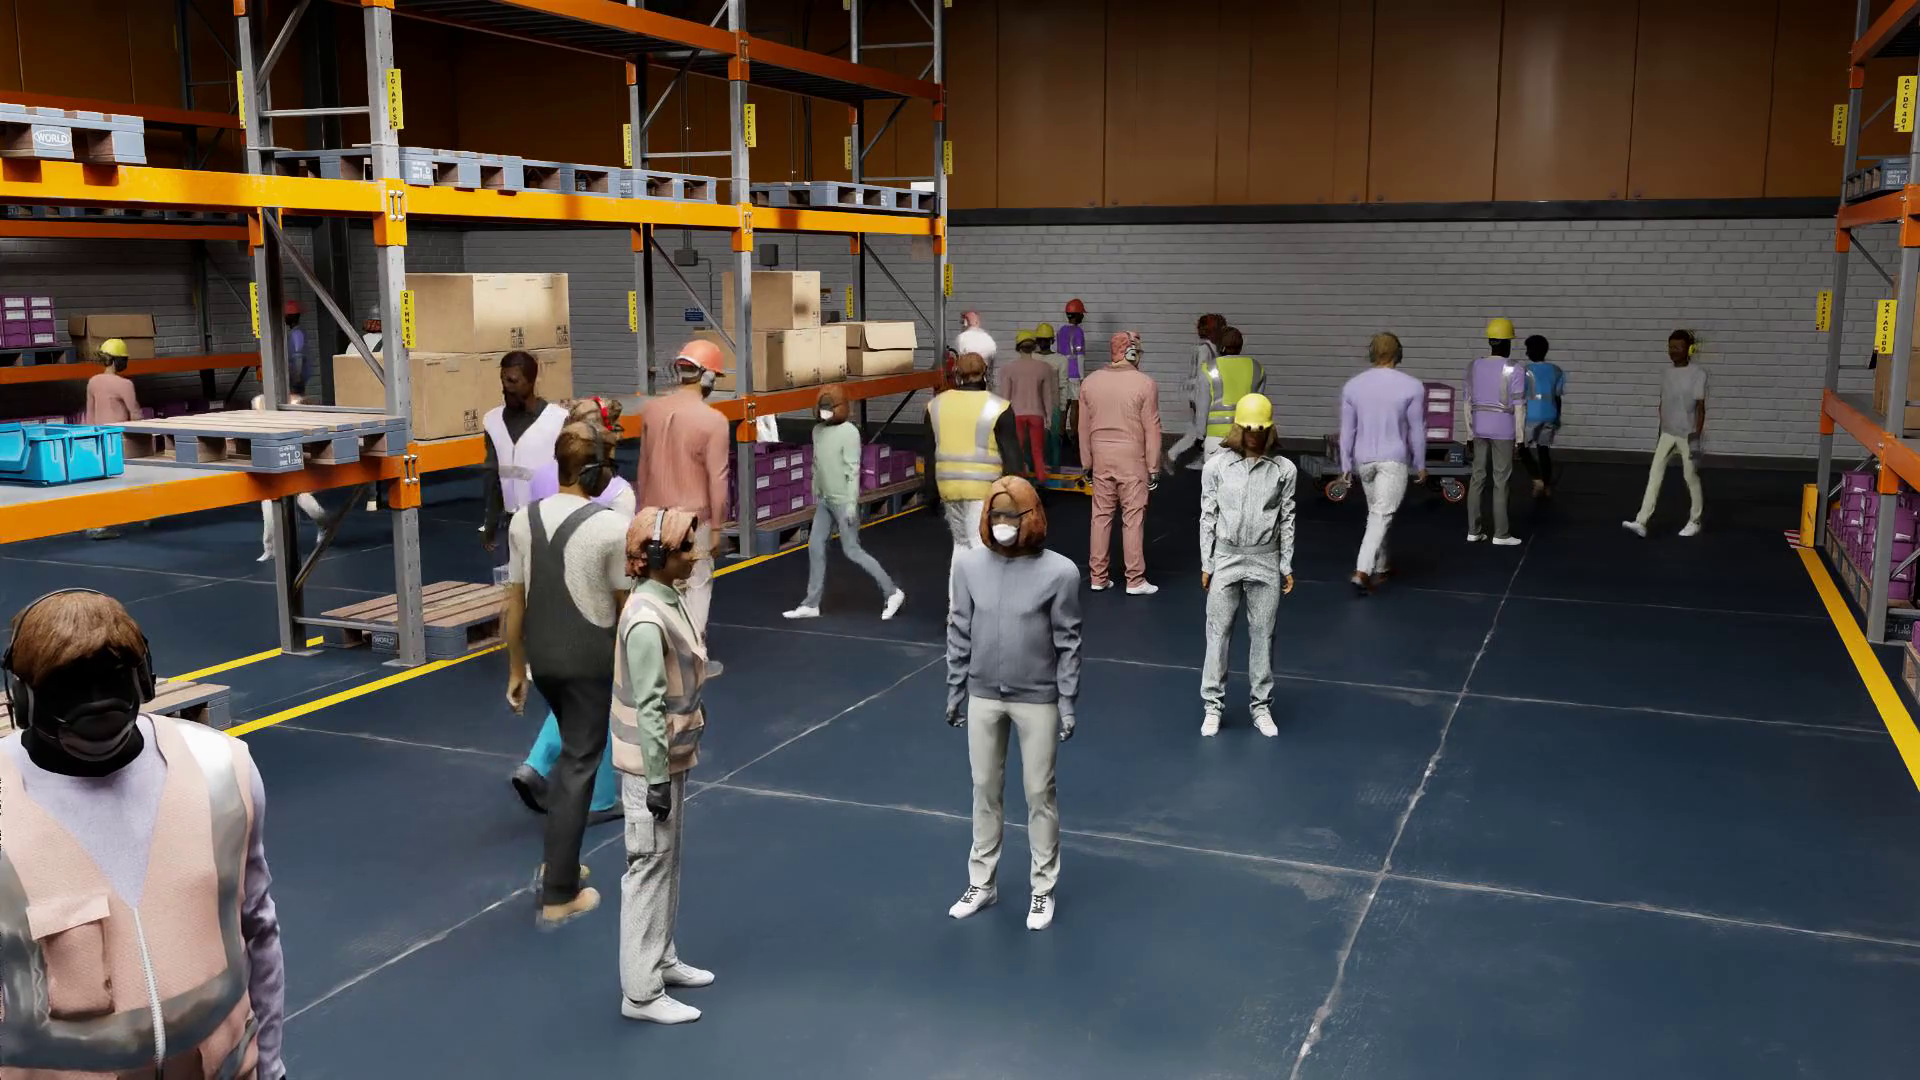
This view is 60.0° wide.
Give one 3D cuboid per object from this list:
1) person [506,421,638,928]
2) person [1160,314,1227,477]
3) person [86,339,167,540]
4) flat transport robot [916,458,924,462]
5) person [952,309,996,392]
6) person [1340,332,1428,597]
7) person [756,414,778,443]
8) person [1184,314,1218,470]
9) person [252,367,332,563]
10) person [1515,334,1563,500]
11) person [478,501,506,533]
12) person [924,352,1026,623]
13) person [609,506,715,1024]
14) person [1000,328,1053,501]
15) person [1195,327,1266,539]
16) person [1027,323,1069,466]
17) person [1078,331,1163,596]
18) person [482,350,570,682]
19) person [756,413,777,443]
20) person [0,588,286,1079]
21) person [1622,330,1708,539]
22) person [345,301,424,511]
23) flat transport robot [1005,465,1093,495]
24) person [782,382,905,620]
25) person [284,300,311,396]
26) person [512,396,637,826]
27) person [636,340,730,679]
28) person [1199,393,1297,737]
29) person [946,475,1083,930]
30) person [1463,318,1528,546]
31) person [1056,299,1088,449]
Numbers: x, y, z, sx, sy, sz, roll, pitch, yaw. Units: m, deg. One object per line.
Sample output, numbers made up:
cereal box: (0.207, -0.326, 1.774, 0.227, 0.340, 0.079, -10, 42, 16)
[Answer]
person: (-1.366, 0.477, 6.034, 0.518, 1.814, 0.578, 5, 10, 26)
person: (2.633, -1.568, 18.366, 0.863, 1.852, 0.583, 4, 10, 21)
person: (-7.292, -0.888, 14.545, 0.553, 1.721, 0.869, 5, 11, 28)
flat transport robot: (-0.268, -0.760, 18.198, 1.431, 0.197, 0.652, 6, 11, 31)
person: (0.119, -1.686, 18.968, 0.687, 1.868, 0.432, -9, 13, -42)
person: (3.034, -0.559, 12.078, 0.624, 1.904, 0.997, 8, 12, 40)
person: (-2.296, -1.711, 19.150, 0.537, 1.860, 0.608, -4, 10, -23)
person: (2.820, -1.699, 19.230, 0.378, 1.824, 0.583, 0, 9, 1)
person: (-5.461, -0.657, 13.568, 0.522, 1.607, 0.787, 2, 10, 10)
person: (5.823, -1.227, 16.766, 0.547, 1.679, 0.515, -3, 10, -19)
person: (-4.024, -0.998, 14.701, 0.652, 1.904, 0.403, 3, 10, 18)
person: (0.109, -0.286, 10.637, 0.664, 1.824, 0.493, 6, 11, 32)
person: (-0.946, 0.700, 5.249, 0.315, 1.629, 0.509, -1, 9, -4)
person: (0.666, -1.227, 16.557, 0.533, 1.748, 0.494, -1, 9, -8)
person: (2.324, -0.922, 14.428, 0.625, 1.846, 0.429, -2, 10, -13)
person: (0.894, -1.427, 17.724, 0.522, 1.769, 0.311, 2, 10, 12)
person: (1.175, -0.550, 11.998, 0.651, 1.901, 0.401, 7, 11, 35)
person: (-2.397, -0.127, 9.445, 0.597, 1.905, 0.456, 4, 10, 25)
person: (-2.354, -2.006, 20.736, 0.374, 1.928, 0.542, 7, 12, 37)
person: (-1.447, 0.988, 2.857, 0.429, 1.843, 0.633, 9, 13, 43)
person: (6.176, -0.896, 14.346, 1.018, 1.816, 0.539, -6, 11, -32)
person: (-5.532, -1.295, 16.087, 0.688, 2.000, 0.539, 2, 10, 12)
flat transport robot: (0.983, -0.645, 17.500, 1.431, 0.197, 0.652, 5, 11, 27)
person: (-0.765, -0.257, 11.114, 0.698, 1.609, 0.537, -6, 11, -30)
person: (-8.549, -2.104, 21.328, 0.423, 1.932, 0.565, -3, 10, -18)
person: (-1.587, 0.317, 6.942, 0.600, 1.829, 0.481, 7, 11, 35)
person: (-1.602, -0.127, 9.272, 0.663, 1.958, 0.728, 6, 11, 31)
person: (1.443, 0.131, 8.354, 0.484, 1.741, 0.302, 0, 9, 2)
person: (0.186, 0.578, 5.971, 0.507, 1.632, 0.276, 4, 10, 22)
person: (4.536, -0.911, 14.098, 0.362, 1.930, 0.587, -8, 12, -39)
person: (1.476, -2.149, 21.573, 0.361, 1.939, 0.543, -5, 11, -29)
